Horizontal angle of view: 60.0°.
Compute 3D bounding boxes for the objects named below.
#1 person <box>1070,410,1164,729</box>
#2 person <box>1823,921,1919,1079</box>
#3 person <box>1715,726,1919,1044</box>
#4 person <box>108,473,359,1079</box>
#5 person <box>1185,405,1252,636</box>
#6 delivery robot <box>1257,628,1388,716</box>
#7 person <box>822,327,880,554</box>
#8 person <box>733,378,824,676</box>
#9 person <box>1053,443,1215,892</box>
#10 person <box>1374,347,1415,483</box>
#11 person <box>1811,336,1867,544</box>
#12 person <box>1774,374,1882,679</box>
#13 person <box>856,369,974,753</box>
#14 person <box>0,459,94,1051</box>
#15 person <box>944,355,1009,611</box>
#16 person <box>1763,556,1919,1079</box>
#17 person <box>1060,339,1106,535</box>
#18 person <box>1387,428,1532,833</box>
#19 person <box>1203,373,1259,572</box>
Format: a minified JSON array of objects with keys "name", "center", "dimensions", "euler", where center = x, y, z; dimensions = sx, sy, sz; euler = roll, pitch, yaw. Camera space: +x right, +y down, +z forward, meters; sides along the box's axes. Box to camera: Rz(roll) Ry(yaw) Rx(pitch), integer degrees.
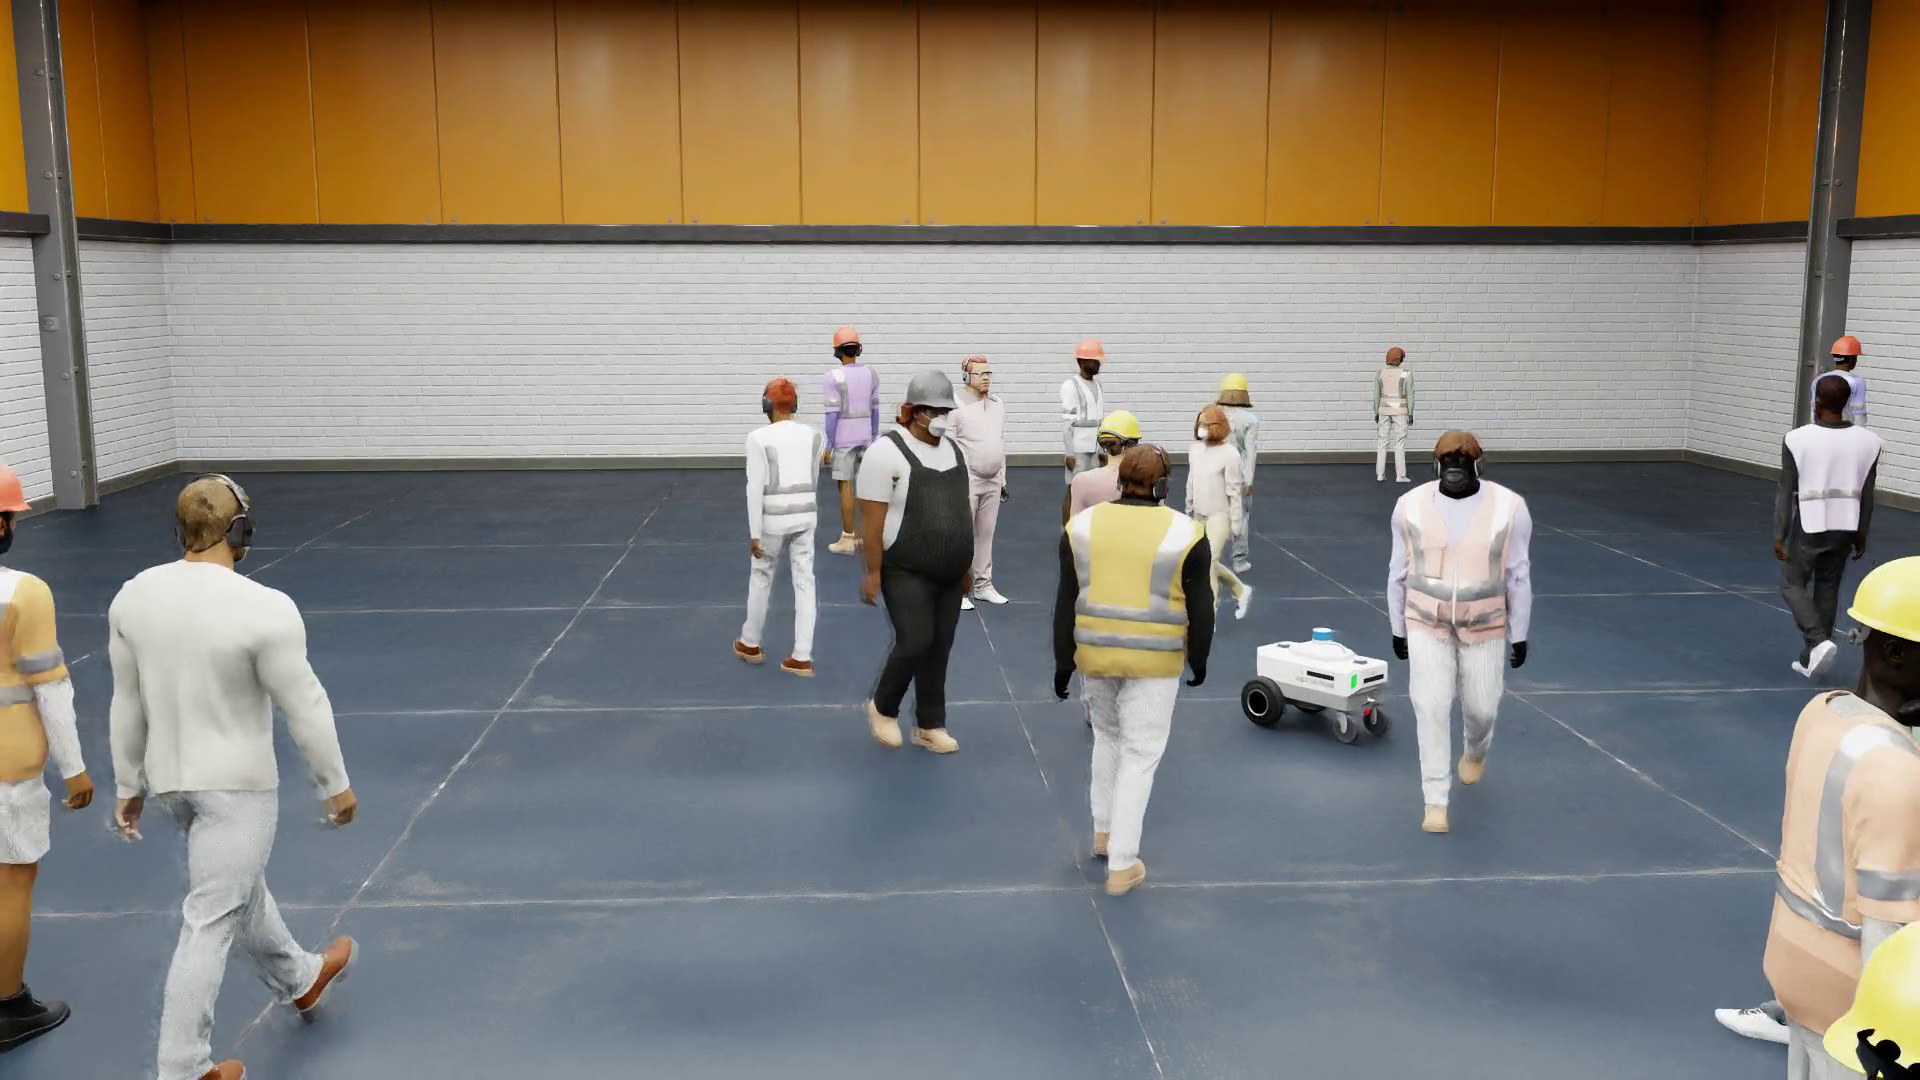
[{"name":"person","center":[0.862,0.171,9.151],"dimensions":[0.526,1.765,0.329],"euler":[2,9,12]},{"name":"person","center":[1.182,1.308,2.111],"dimensions":[0.843,1.727,0.537],"euler":[1,9,4]},{"name":"person","center":[2.955,0.885,5.231],"dimensions":[0.870,1.590,0.502],"euler":[7,11,38]},{"name":"person","center":[-2.206,0.736,5.185],"dimensions":[0.656,1.891,0.990],"euler":[4,10,22]},{"name":"person","center":[1.822,-0.149,11.658],"dimensions":[0.680,1.613,0.508],"euler":[-6,11,-33]},{"name":"delivery robot","center":[1.985,0.728,9.144],"dimensions":[0.477,0.478,0.707],"euler":[-8,12,-40]},{"name":"person","center":[-0.999,-0.892,14.957],"dimensions":[0.610,2.040,0.394],"euler":[-8,12,-41]},{"name":"person","center":[-1.166,-0.099,10.572],"dimensions":[0.573,1.845,0.883],"euler":[-6,11,-32]},{"name":"person","center":[0.749,0.502,6.924],"dimensions":[0.638,1.811,0.760],"euler":[4,10,26]},{"name":"person","center":[5.224,-1.500,20.038],"dimensions":[0.511,1.639,0.308],"euler":[7,11,37]},{"name":"person","center":[8.195,-0.927,15.505],"dimensions":[0.354,1.938,0.544],"euler":[-4,10,-25]},{"name":"person","center":[5.291,-0.059,10.166],"dimensions":[0.597,1.901,0.603],"euler":[0,9,3]},{"name":"person","center":[-0.165,0.115,8.636],"dimensions":[0.714,2.000,0.537],"euler":[-9,12,-43]},{"name":"person","center":[-3.105,0.693,5.379],"dimensions":[0.556,1.922,0.408],"euler":[3,9,17]},{"name":"person","center":[0.127,-0.438,12.529],"dimensions":[0.643,1.909,0.410],"euler":[-9,12,-43]},{"name":"person","center":[1.944,0.981,3.579],"dimensions":[0.382,1.920,0.585],"euler":[2,9,13]},{"name":"person","center":[1.126,-0.826,14.867],"dimensions":[0.373,1.936,0.549],"euler":[7,11,37]},{"name":"person","center":[2.287,0.381,7.656],"dimensions":[0.639,1.821,0.729],"euler":[3,10,19]},{"name":"person","center":[2.203,-0.530,13.736],"dimensions":[0.502,1.704,0.868],"euler":[5,10,28]}]
